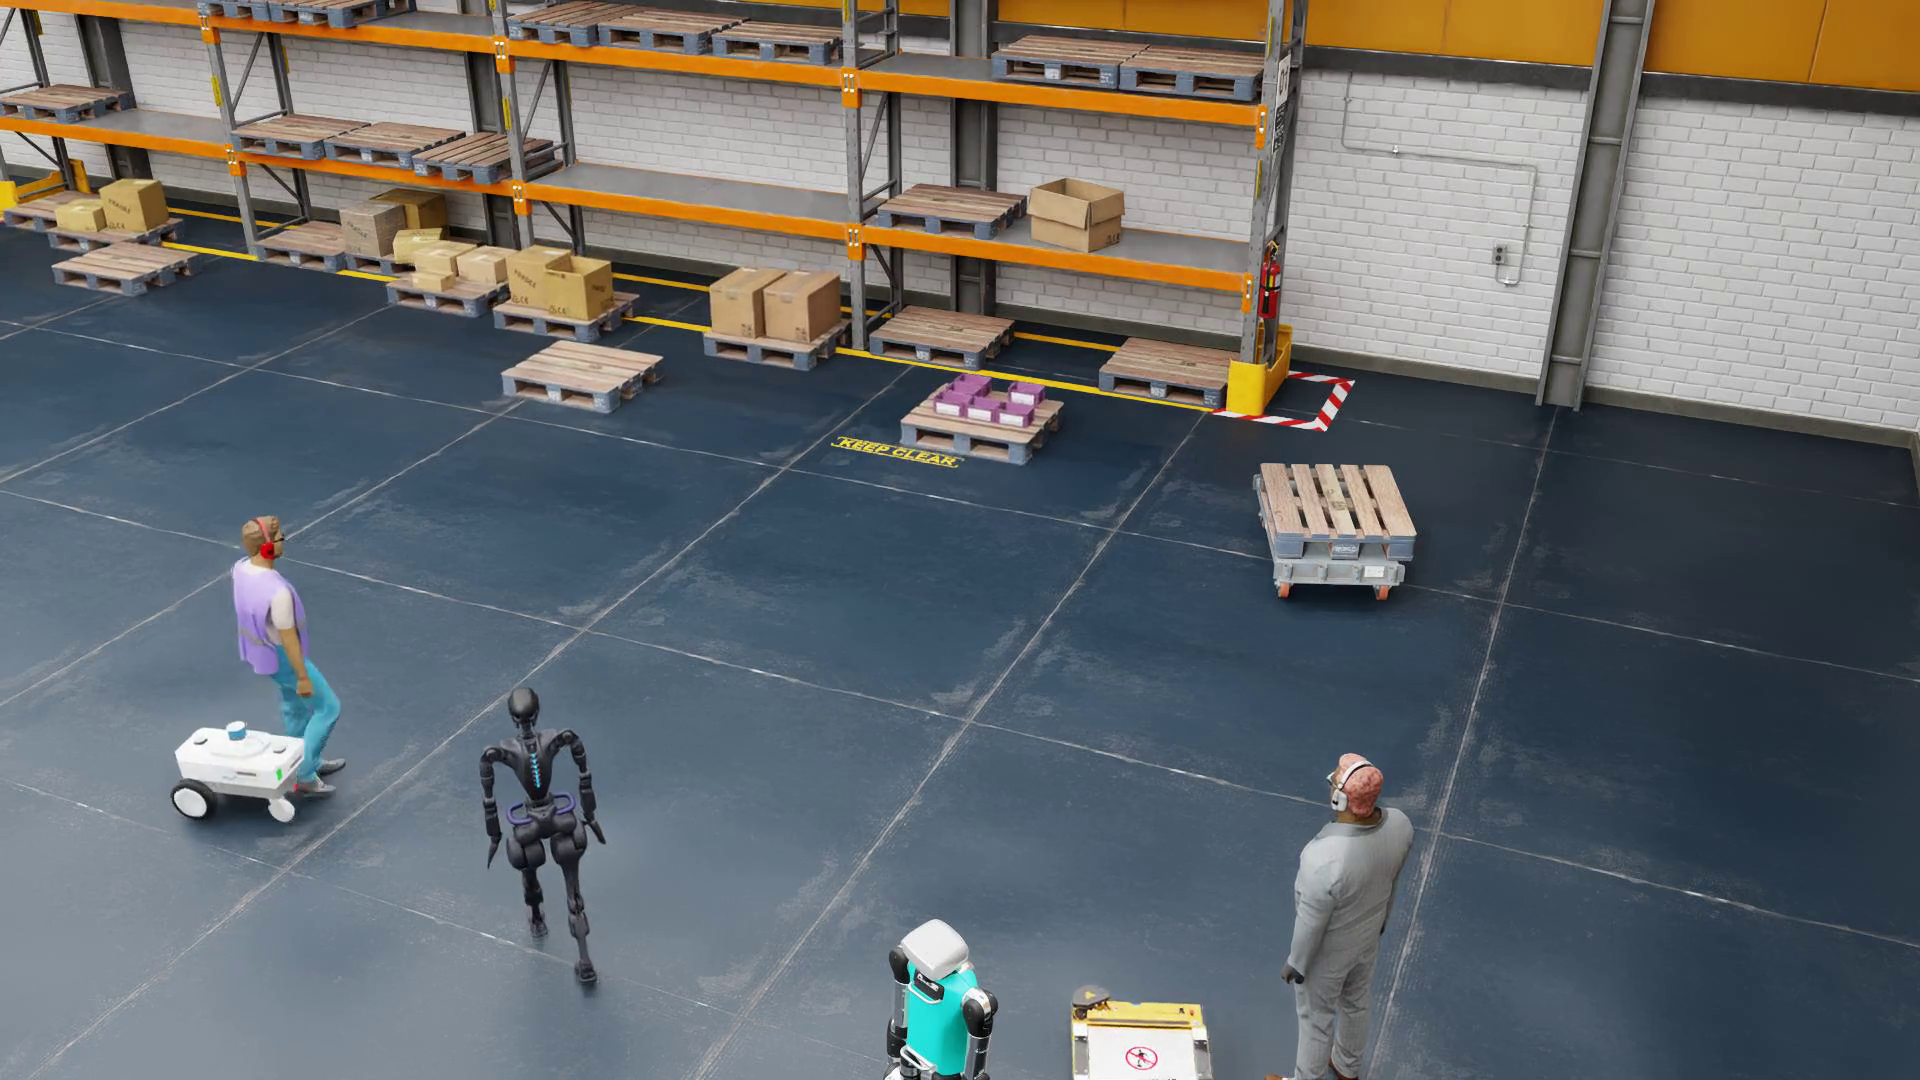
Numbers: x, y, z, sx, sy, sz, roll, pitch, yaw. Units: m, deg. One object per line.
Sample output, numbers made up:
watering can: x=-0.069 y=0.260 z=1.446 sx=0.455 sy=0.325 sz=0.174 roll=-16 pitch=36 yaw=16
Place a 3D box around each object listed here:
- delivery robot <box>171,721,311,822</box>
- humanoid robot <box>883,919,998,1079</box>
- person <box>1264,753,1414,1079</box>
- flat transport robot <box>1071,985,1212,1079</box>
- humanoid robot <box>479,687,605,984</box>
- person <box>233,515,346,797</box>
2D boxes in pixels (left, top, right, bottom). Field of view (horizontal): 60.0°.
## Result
delivery robot: x=-4.297 y=1.363 z=9.974 sx=0.795 sy=0.592 sz=0.499 roll=5 pitch=28 yaw=9
humanoid robot: x=-0.242 y=2.344 z=6.640 sx=0.735 sy=1.677 sz=0.533 roll=-24 pitch=36 yaw=-38
person: x=1.723 y=1.806 z=7.645 sx=0.650 sy=1.906 sz=0.413 roll=-19 pitch=33 yaw=-32
flat transport robot: x=0.854 y=2.662 z=7.770 sx=0.659 sy=0.231 sz=1.431 roll=1 pitch=27 yaw=2
humanoid robot: x=-2.146 y=1.484 z=8.569 sx=0.604 sy=1.623 sz=0.781 roll=-12 pitch=29 yaw=-21
person: x=-4.005 y=0.701 z=9.865 sx=0.577 sy=1.830 sz=0.437 roll=23 pitch=35 yaw=38
